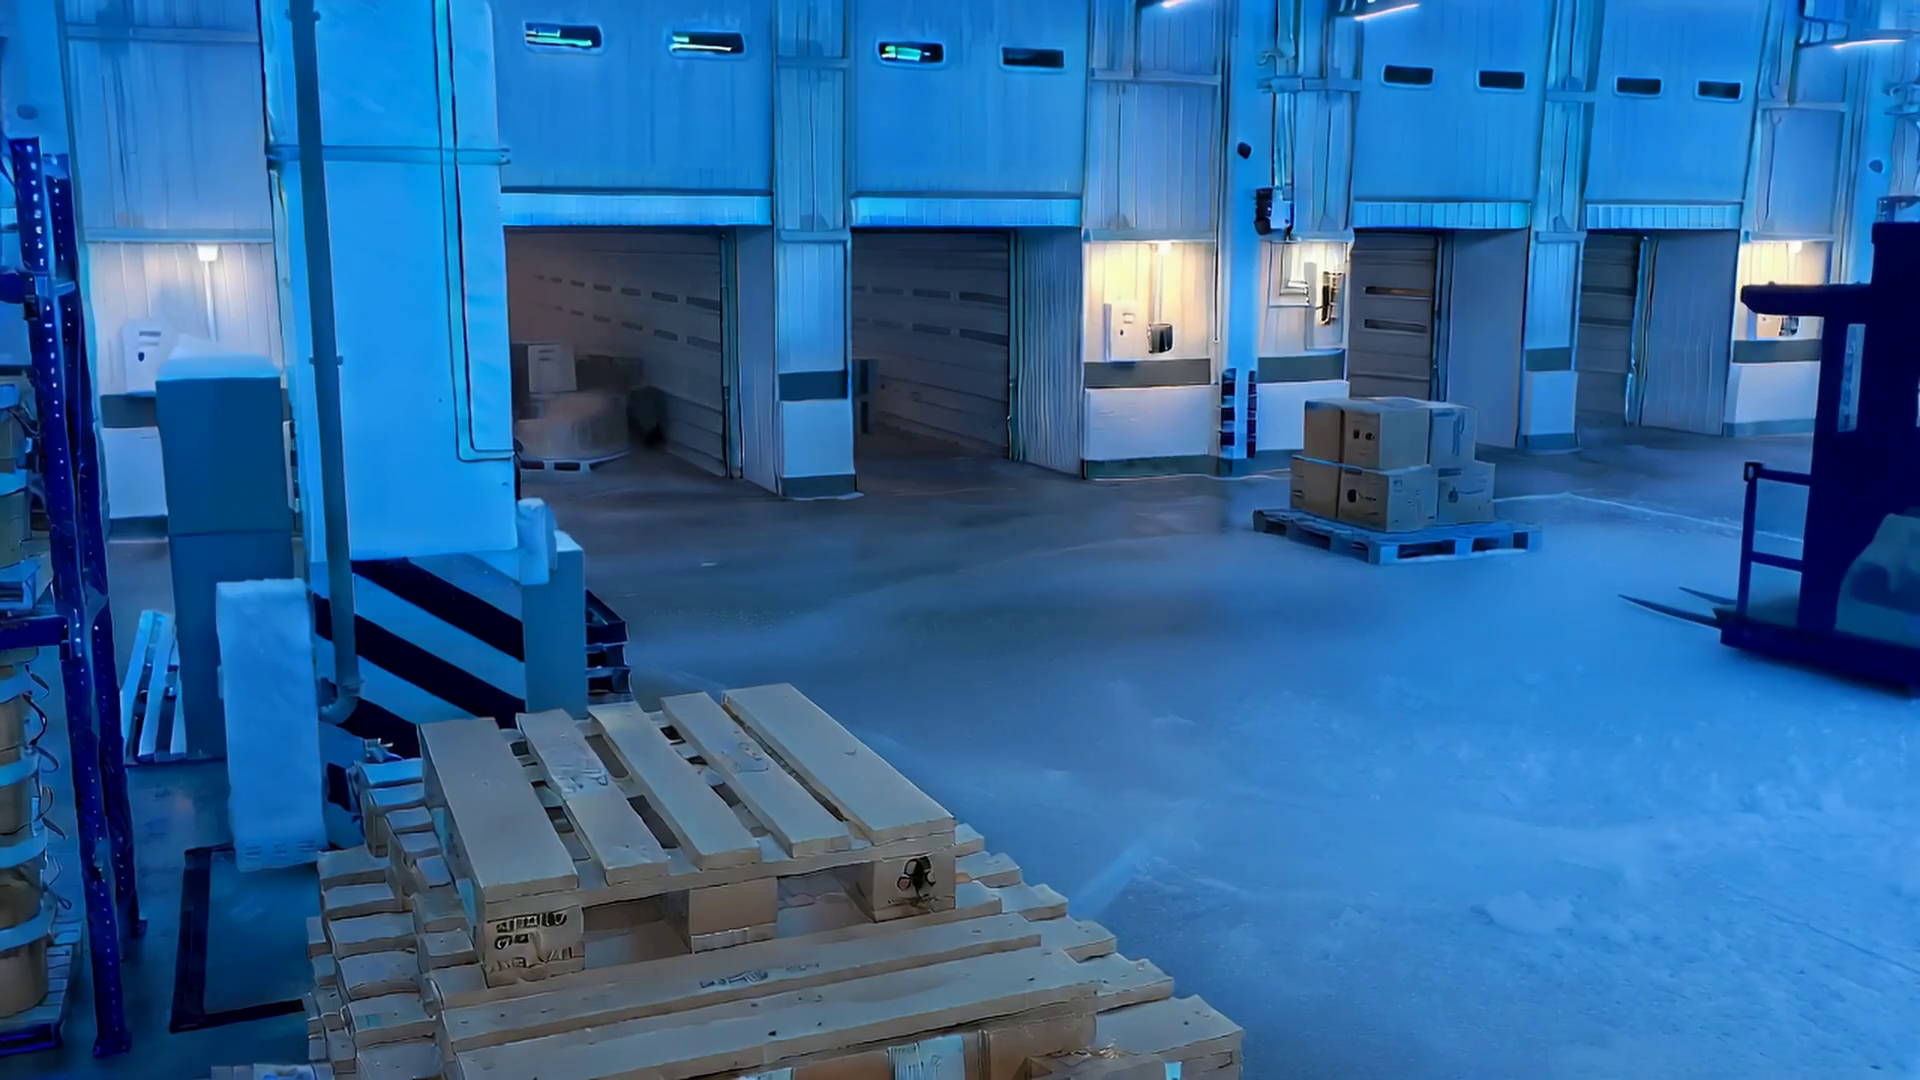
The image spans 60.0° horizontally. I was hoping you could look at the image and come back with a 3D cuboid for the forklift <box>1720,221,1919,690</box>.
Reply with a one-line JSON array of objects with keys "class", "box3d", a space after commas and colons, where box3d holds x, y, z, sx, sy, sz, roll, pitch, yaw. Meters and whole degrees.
[{"class": "forklift", "box3d": [5.954, -0.550, 10.217, 1.129, 2.768, 1.873, -4, 11, -23]}]
